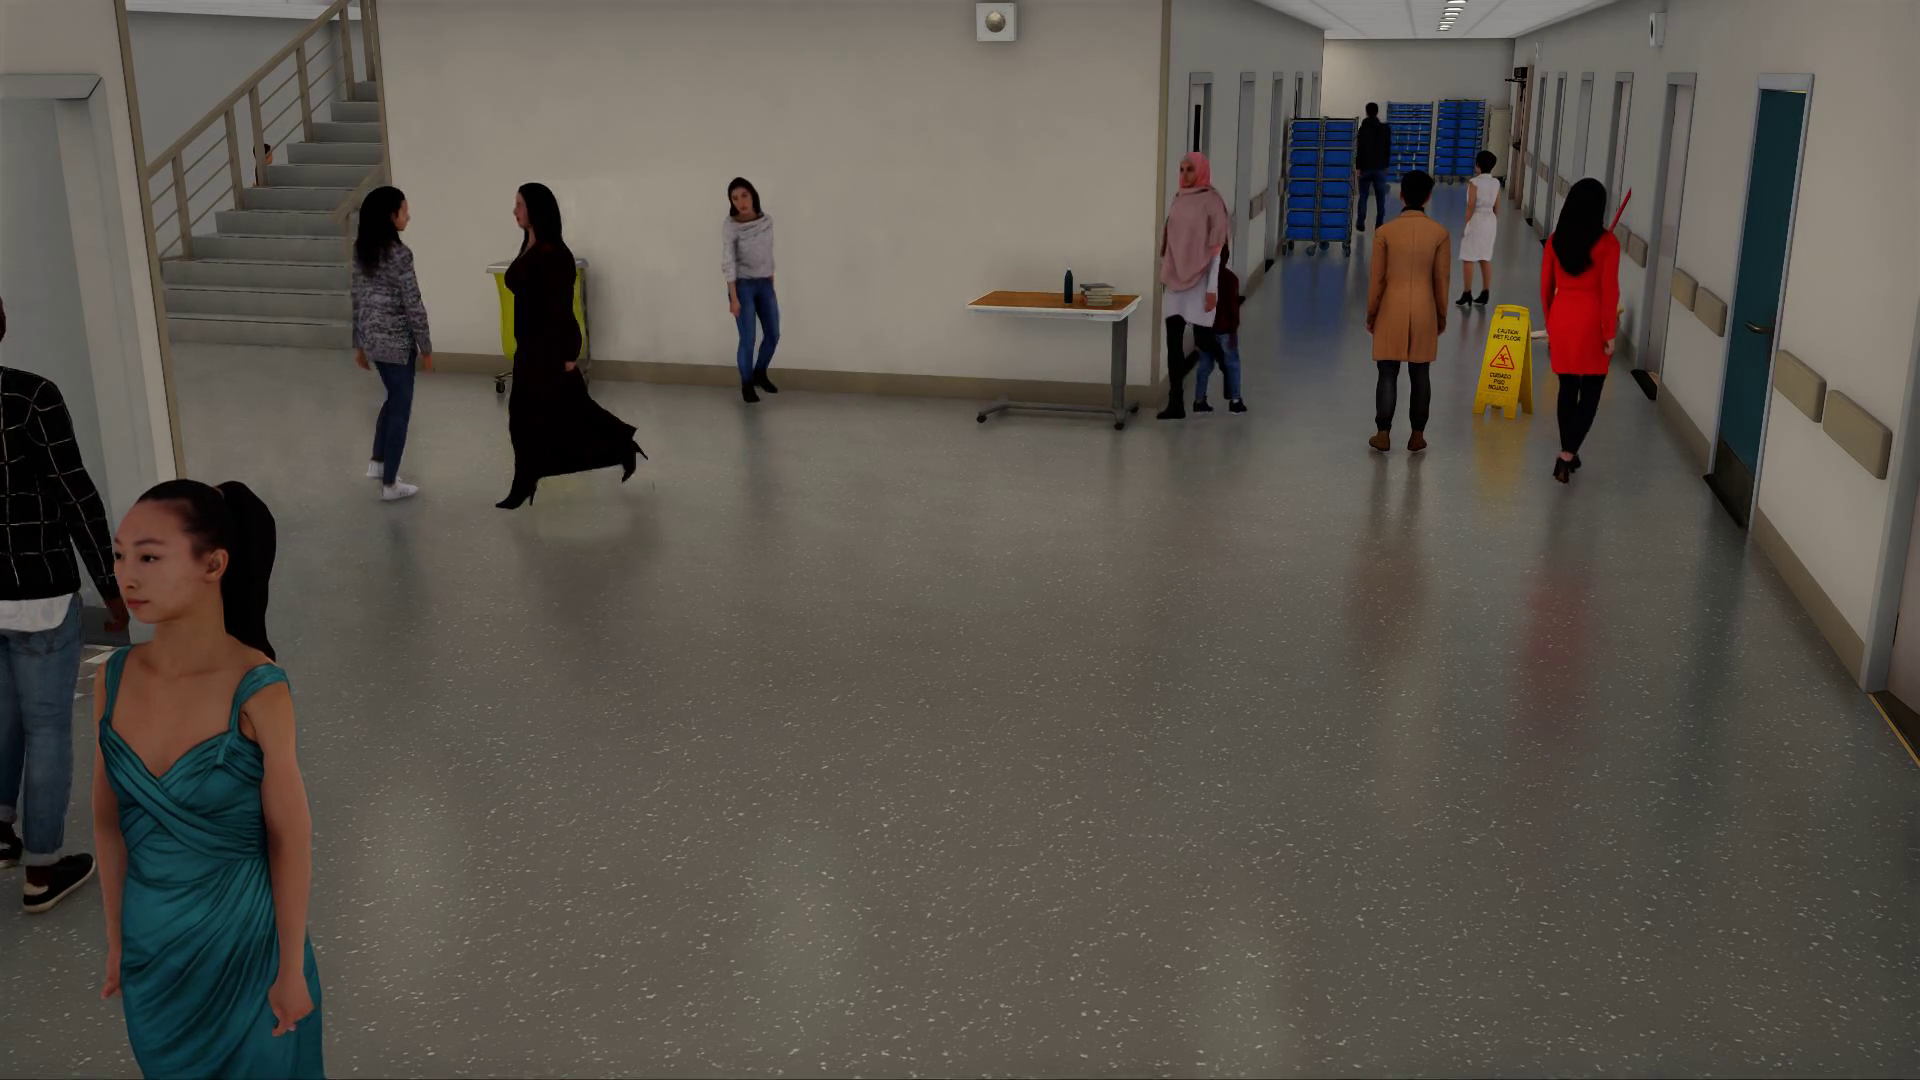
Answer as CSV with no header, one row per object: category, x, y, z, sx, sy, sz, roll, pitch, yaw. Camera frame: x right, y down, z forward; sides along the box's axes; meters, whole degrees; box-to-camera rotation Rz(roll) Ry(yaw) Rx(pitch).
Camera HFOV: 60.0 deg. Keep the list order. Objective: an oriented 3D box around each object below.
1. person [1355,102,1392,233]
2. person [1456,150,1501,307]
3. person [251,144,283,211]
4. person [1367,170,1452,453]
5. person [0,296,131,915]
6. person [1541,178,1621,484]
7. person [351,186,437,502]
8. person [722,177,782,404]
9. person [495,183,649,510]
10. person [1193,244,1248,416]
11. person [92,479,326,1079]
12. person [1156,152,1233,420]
person,6.059,-5.421,24.315,0.799,1.869,1.151,1,16,4
person,5.291,-3.162,16.898,0.667,1.547,0.709,-7,17,-24
person,-7.667,-3.617,18.482,0.547,1.563,0.541,6,17,20
person,2.761,-1.411,10.278,0.660,1.726,0.639,3,16,9
person,-2.647,0.182,4.555,0.733,1.808,0.719,0,16,1
person,3.528,-1.156,9.471,0.896,1.715,1.056,13,20,38
person,-3.177,-1.040,9.064,0.698,1.714,0.677,8,18,26
person,-1.490,-1.745,11.771,0.859,1.600,0.768,11,19,34
person,-2.124,-1.026,9.002,1.162,1.719,1.132,-7,17,-24
person,1.729,-1.450,11.401,0.658,1.234,0.746,15,21,42
person,-1.269,0.722,2.863,0.539,1.687,0.482,4,16,13
person,1.640,-1.711,11.312,1.150,1.784,0.958,-15,22,-42
